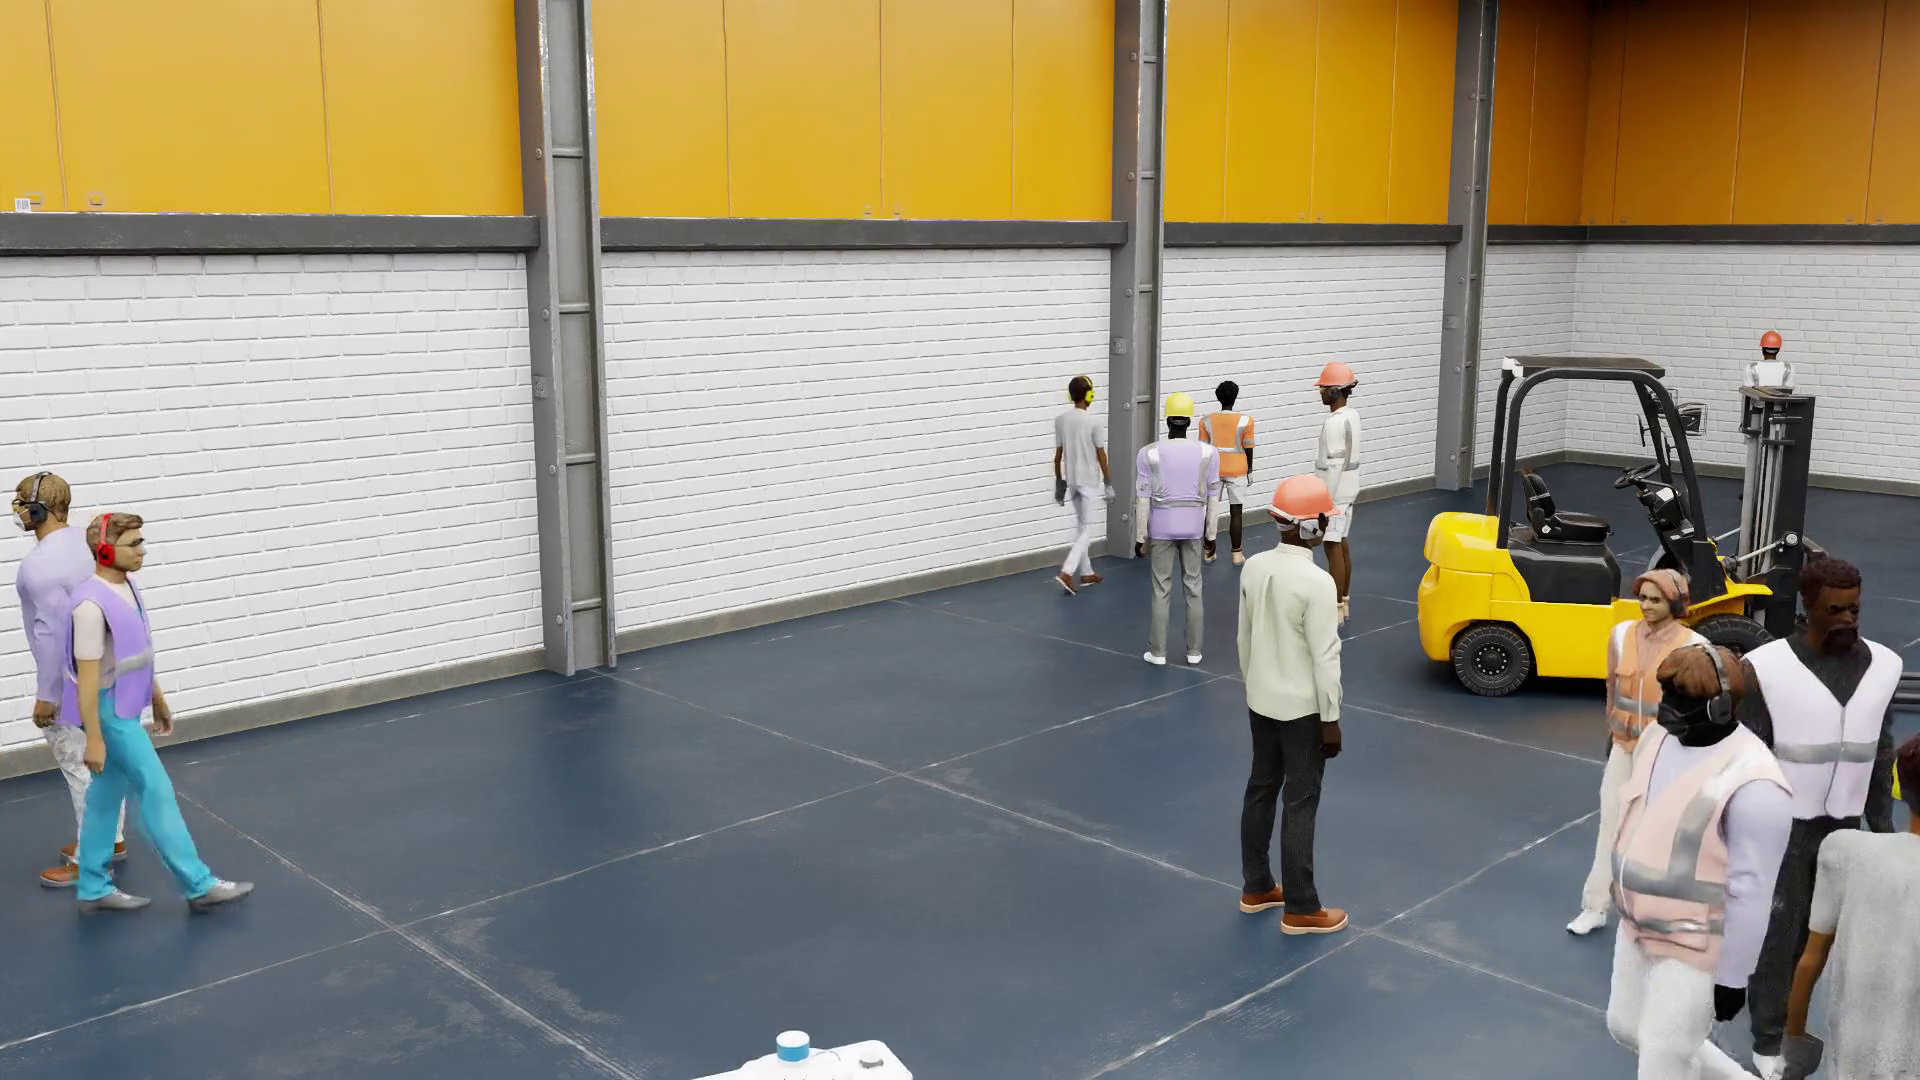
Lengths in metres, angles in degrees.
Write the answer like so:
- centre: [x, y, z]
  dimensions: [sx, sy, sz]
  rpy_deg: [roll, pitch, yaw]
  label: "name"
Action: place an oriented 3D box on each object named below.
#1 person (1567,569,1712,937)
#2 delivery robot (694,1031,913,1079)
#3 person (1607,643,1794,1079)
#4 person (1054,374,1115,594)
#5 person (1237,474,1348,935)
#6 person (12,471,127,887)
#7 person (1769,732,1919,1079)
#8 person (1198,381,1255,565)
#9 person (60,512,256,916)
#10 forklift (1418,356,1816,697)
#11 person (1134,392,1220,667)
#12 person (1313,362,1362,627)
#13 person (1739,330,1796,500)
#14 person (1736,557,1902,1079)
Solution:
- centre: [3.024, 0.904, 7.227]
  dimensions: [0.856, 1.592, 0.532]
  rpy_deg: [-8, 13, -37]
  label: "person"
- centre: [-0.511, 1.761, 5.138]
  dimensions: [0.707, 0.478, 0.477]
  rpy_deg: [-5, 12, -25]
  label: "delivery robot"
- centre: [2.262, 1.190, 5.056]
  dimensions: [0.624, 1.822, 0.635]
  rpy_deg: [-1, 10, -7]
  label: "person"
- centre: [1.030, -0.472, 14.065]
  dimensions: [0.530, 1.845, 0.783]
  rpy_deg: [10, 15, 44]
  label: "person"
- centre: [1.447, 0.704, 7.226]
  dimensions: [0.378, 1.996, 0.611]
  rpy_deg: [-5, 12, -27]
  label: "person"
- centre: [-4.145, 0.640, 7.733]
  dimensions: [0.376, 1.940, 0.629]
  rpy_deg: [-2, 11, -9]
  label: "person"
- centre: [2.425, 1.349, 4.206]
  dimensions: [0.981, 1.816, 0.542]
  rpy_deg: [-5, 12, -26]
  label: "person"
- centre: [2.434, -0.612, 15.239]
  dimensions: [0.531, 1.694, 0.320]
  rpy_deg: [4, 11, 22]
  label: "person"
- centre: [-3.552, 0.773, 7.328]
  dimensions: [0.854, 1.812, 0.596]
  rpy_deg: [-3, 11, -15]
  label: "person"
- centre: [4.276, -0.101, 11.076]
  dimensions: [2.313, 2.155, 1.214]
  rpy_deg: [2, 11, 13]
  label: "forklift"
- centre: [1.508, -0.068, 11.623]
  dimensions: [0.594, 1.926, 0.366]
  rpy_deg: [-1, 10, -5]
  label: "person"
- centre: [2.878, -0.350, 12.845]
  dimensions: [0.374, 2.043, 0.611]
  rpy_deg: [5, 11, 25]
  label: "person"
- centre: [9.101, -1.390, 18.794]
  dimensions: [0.545, 1.942, 0.354]
  rpy_deg: [3, 11, 15]
  label: "person"
- centre: [3.032, 1.004, 5.967]
  dimensions: [0.621, 1.928, 0.662]
  rpy_deg: [-2, 11, -9]
  label: "person"
